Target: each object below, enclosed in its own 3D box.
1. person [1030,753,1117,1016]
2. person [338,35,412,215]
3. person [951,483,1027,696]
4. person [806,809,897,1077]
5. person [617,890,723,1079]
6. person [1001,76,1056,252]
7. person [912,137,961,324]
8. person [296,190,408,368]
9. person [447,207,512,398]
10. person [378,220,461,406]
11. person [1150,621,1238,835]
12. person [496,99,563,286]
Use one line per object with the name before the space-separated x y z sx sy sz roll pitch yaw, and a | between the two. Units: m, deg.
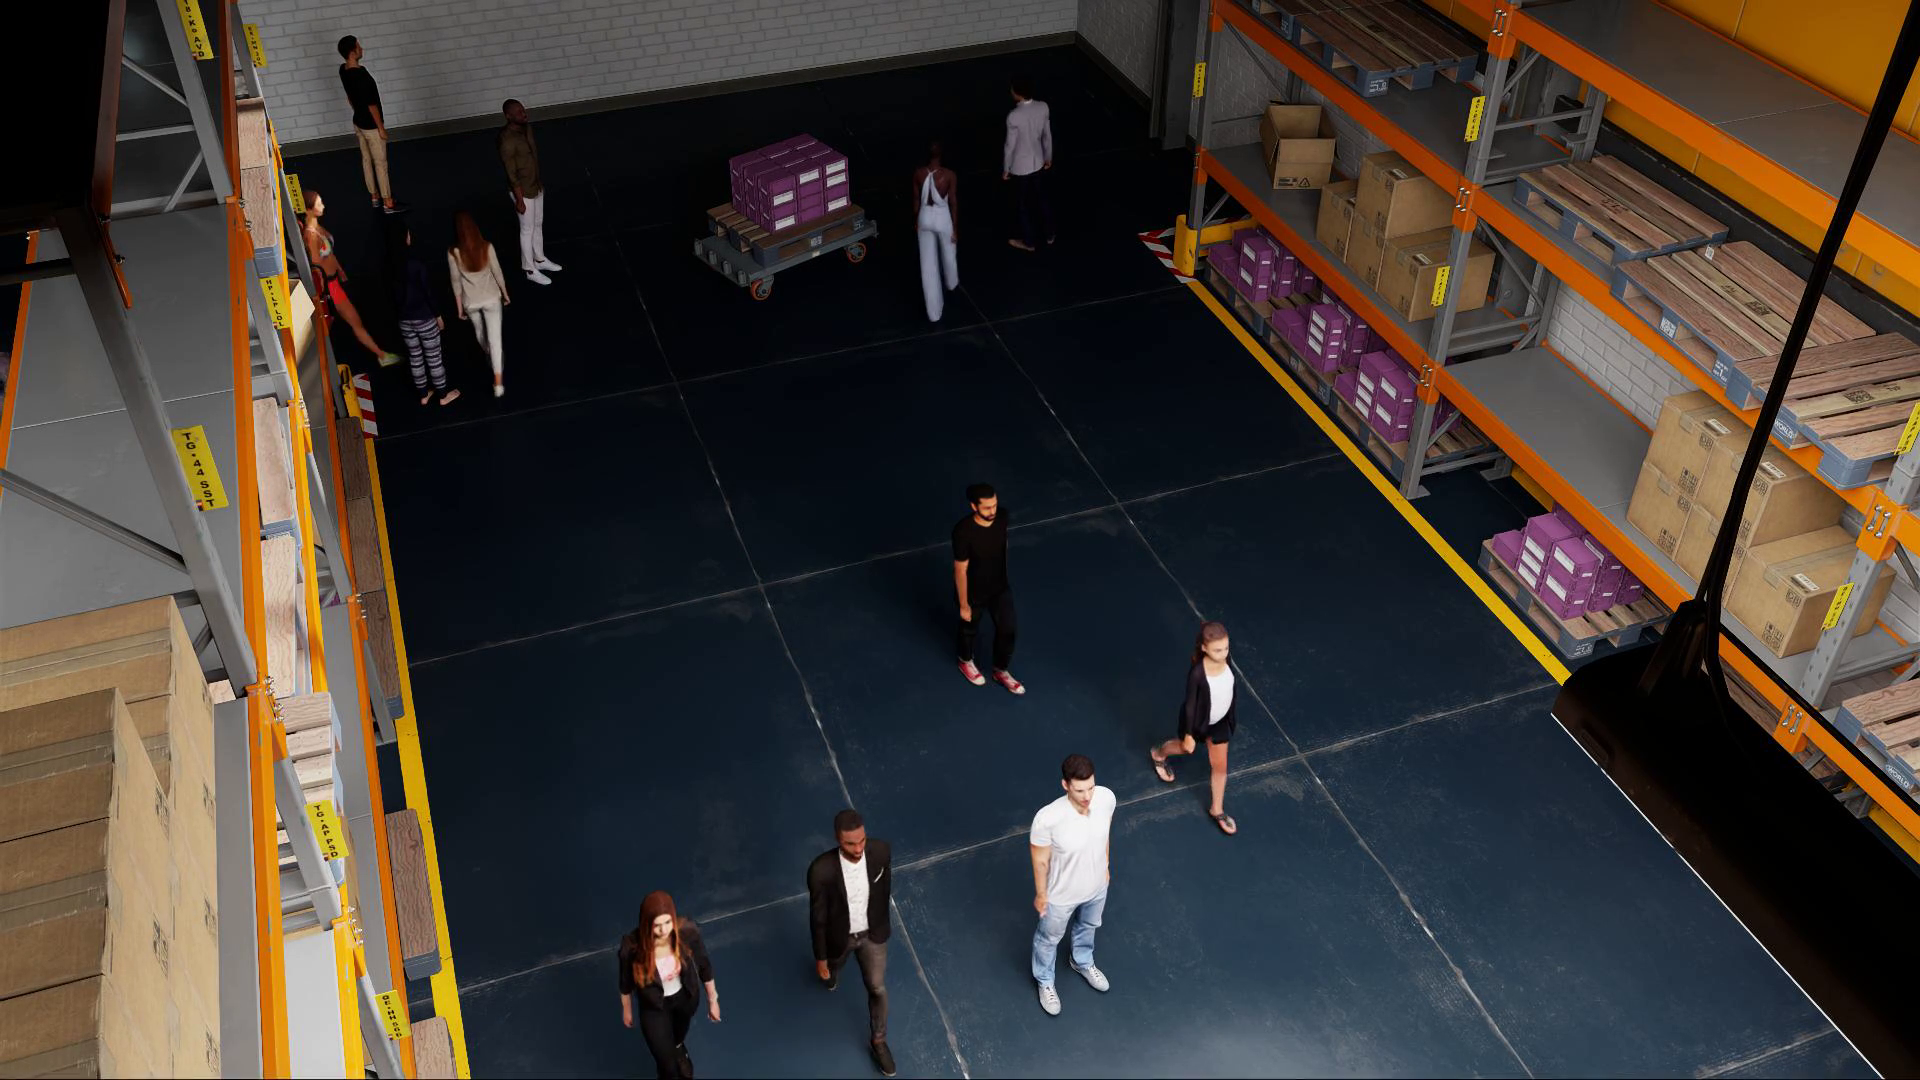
person | 0.635 1.890 9.298 0.704 1.866 0.605 -18 42 -22
person | -6.051 -4.248 16.990 0.619 1.860 0.764 31 48 33
person | 0.098 0.275 11.421 0.780 1.741 0.893 -25 45 -28
person | -0.642 2.090 9.128 0.705 1.766 1.161 -15 41 -18
person | -1.569 2.370 8.849 0.702 1.678 1.063 -16 41 -19
person | 0.690 -3.690 16.316 0.885 1.828 0.707 -17 42 -20
person | -0.243 -2.797 15.260 0.924 1.750 1.104 6 39 8
person | -5.591 -2.191 14.502 0.631 1.750 0.967 -13 40 -16
person | -4.119 -2.014 14.337 0.720 1.680 1.128 -6 39 -8
person | -4.641 -1.918 14.174 0.683 1.732 0.695 8 39 10
person | 1.492 1.090 10.579 0.694 1.518 1.095 -20 43 -23
person | -4.147 -3.352 15.895 0.869 1.825 0.729 7 39 9
